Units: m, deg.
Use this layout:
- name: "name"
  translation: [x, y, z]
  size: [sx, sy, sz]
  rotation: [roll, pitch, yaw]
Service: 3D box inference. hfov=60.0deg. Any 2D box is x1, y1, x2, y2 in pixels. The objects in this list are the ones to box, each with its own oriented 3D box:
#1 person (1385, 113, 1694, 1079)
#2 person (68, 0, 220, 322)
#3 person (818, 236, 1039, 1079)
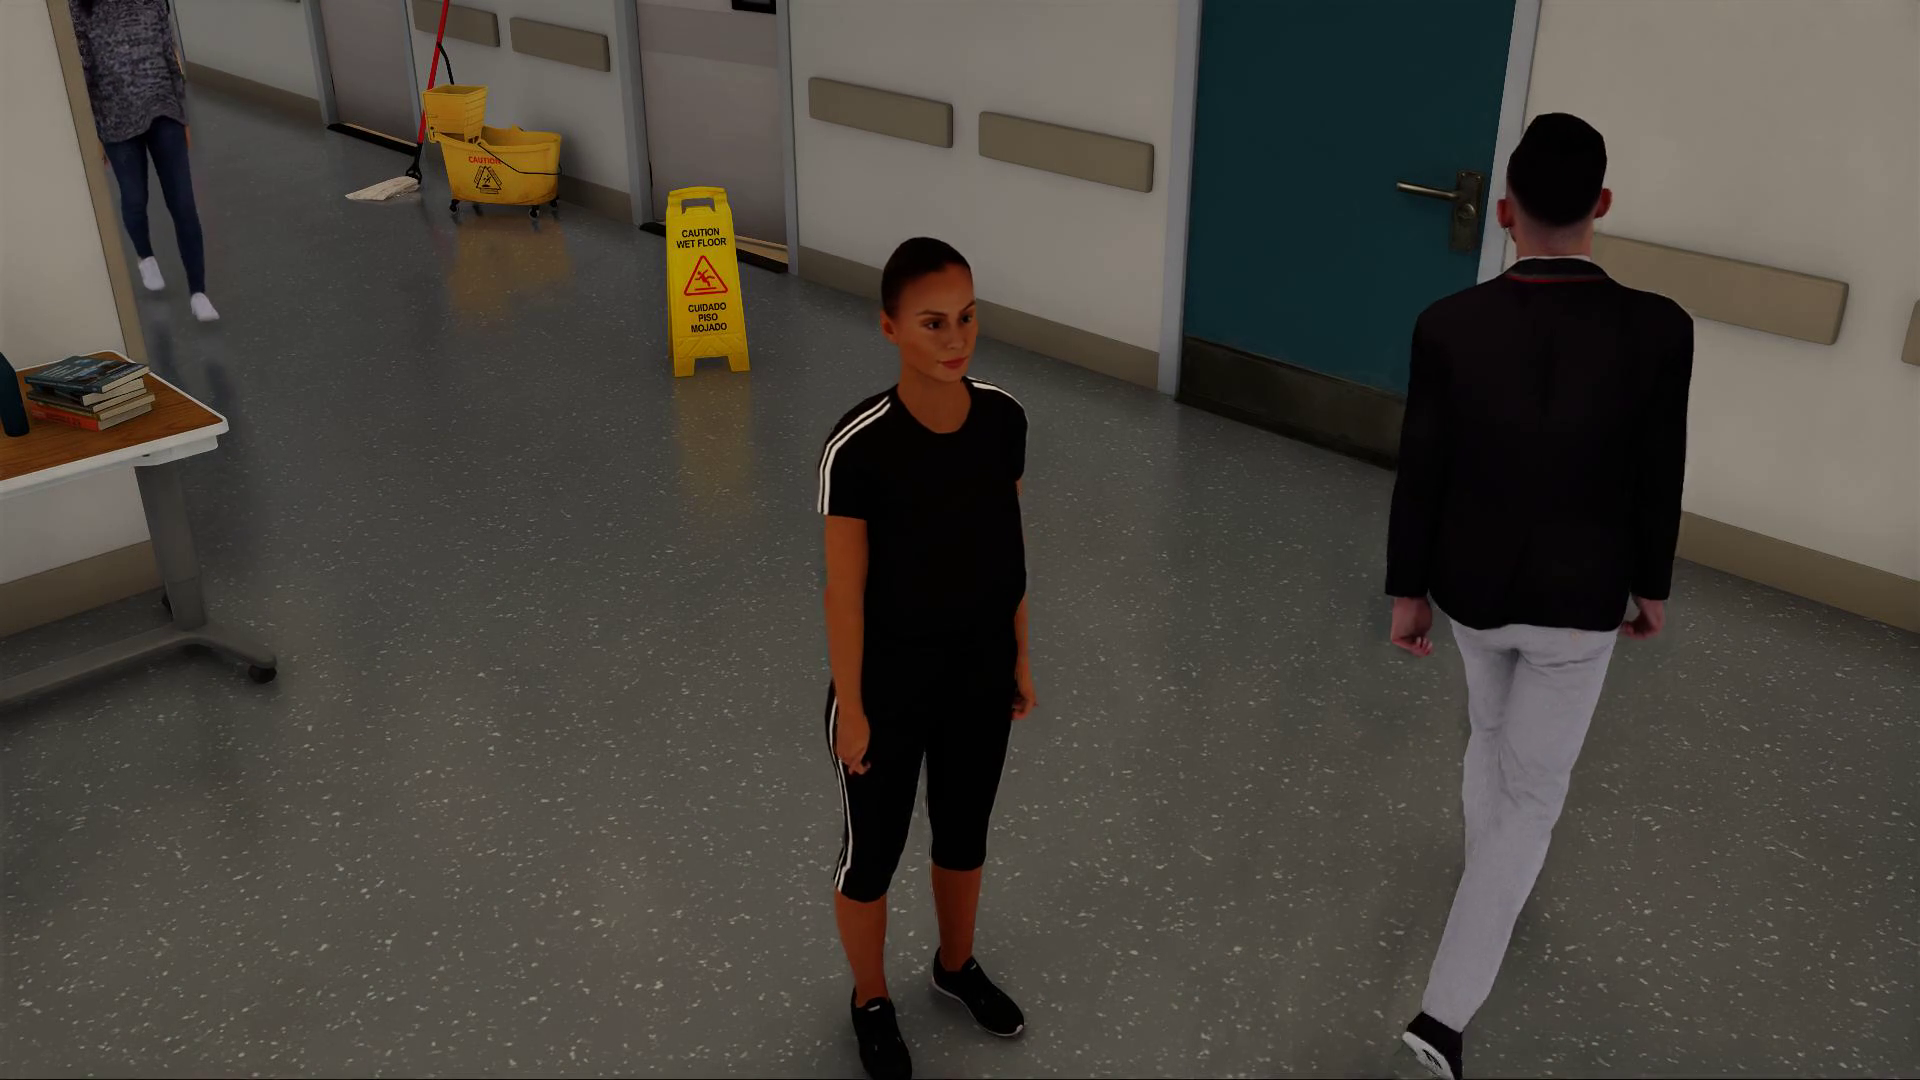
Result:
- name: "person"
  translation: [1.043, 0.173, 3.125]
  size: [1.217, 1.800, 0.951]
  rotation: [15, 29, 28]
- name: "person"
  translation: [-3.705, -1.861, 7.480]
  size: [0.799, 1.681, 1.240]
  rotation: [-16, 30, -30]
- name: "person"
  translation: [-0.071, 0.246, 3.124]
  size: [0.623, 1.669, 0.581]
  rotation: [-15, 30, -29]
